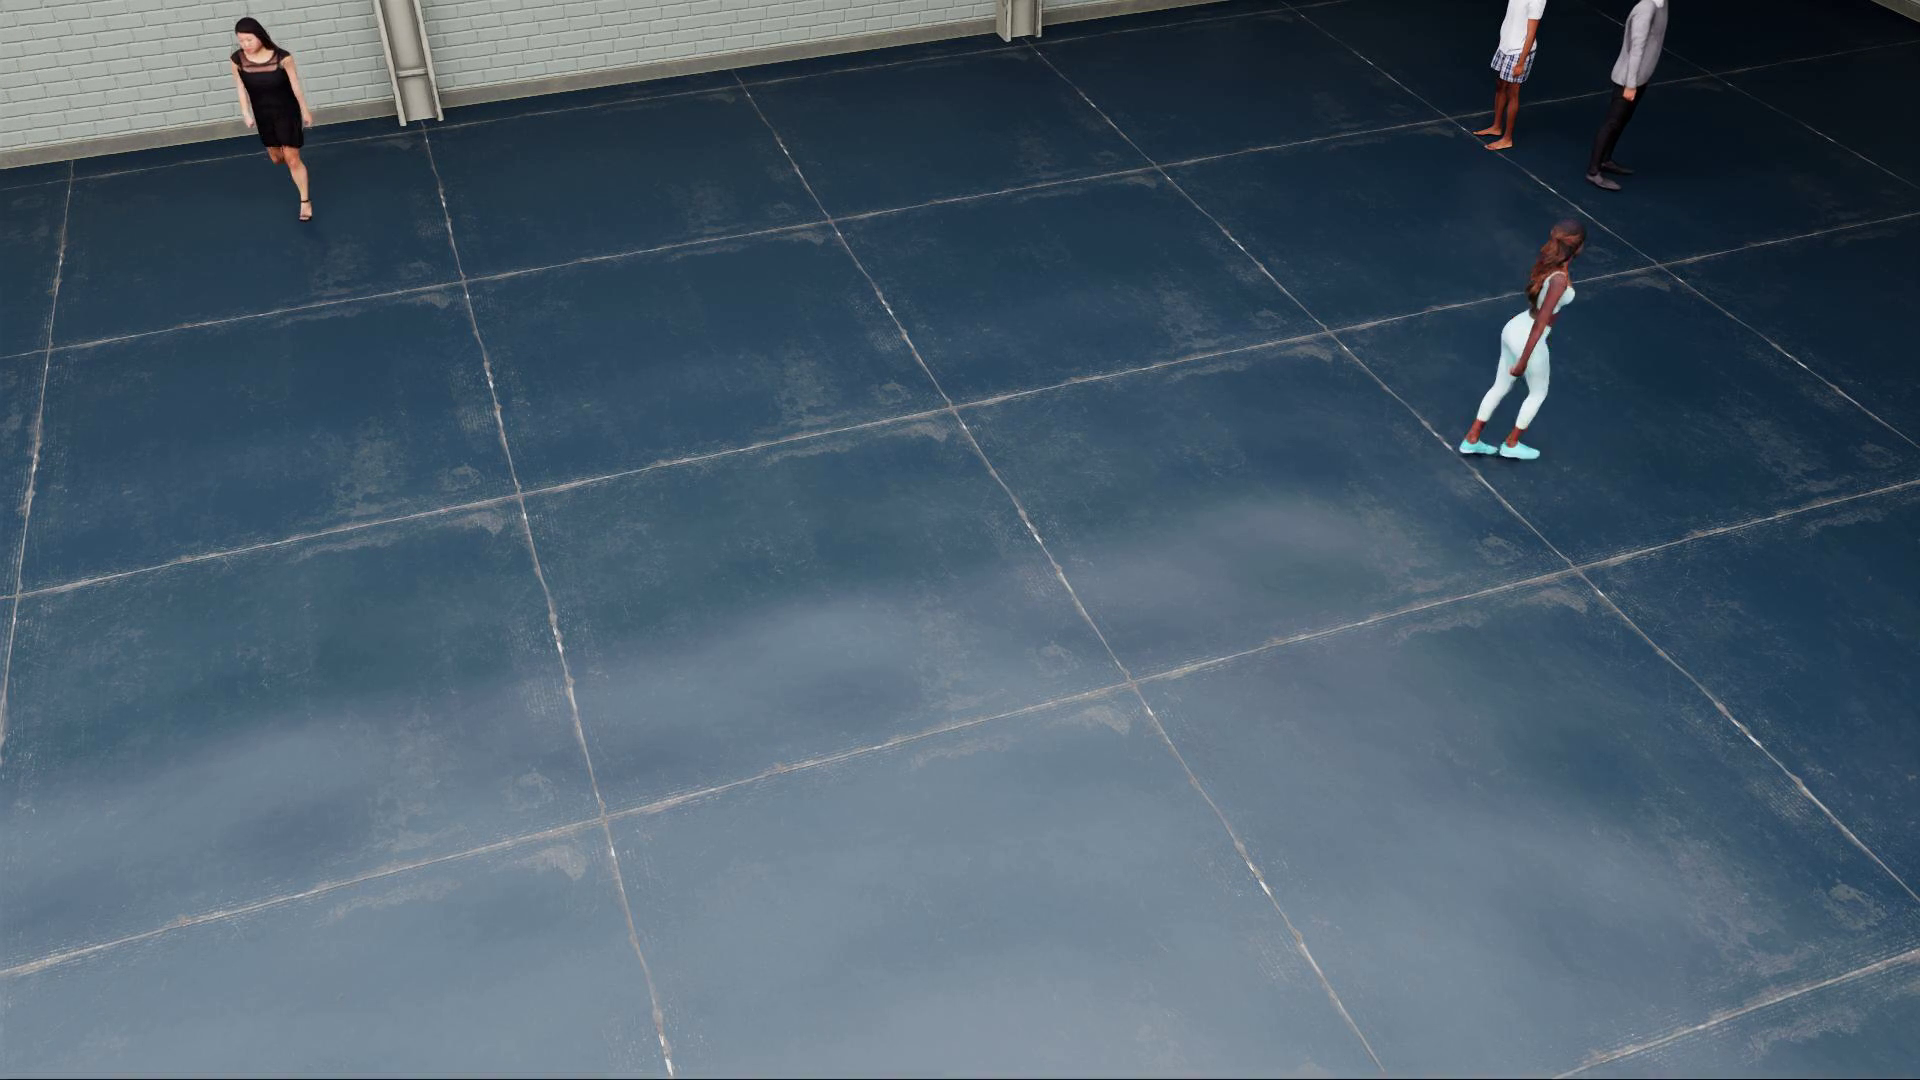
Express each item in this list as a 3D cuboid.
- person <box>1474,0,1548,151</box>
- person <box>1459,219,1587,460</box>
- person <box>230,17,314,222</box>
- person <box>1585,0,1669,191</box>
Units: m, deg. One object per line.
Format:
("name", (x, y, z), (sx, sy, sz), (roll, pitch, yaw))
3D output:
("person", (4.870, -4.301, 14.551), (0.615, 1.735, 0.677), (-3, 38, -4))
("person", (3.572, -1.236, 10.673), (0.820, 1.685, 0.700), (4, 38, 5))
("person", (-5.528, -3.450, 13.502), (0.951, 1.687, 0.878), (-7, 39, -9))
("person", (5.616, -3.913, 13.907), (0.873, 1.918, 0.759), (24, 44, 27))
